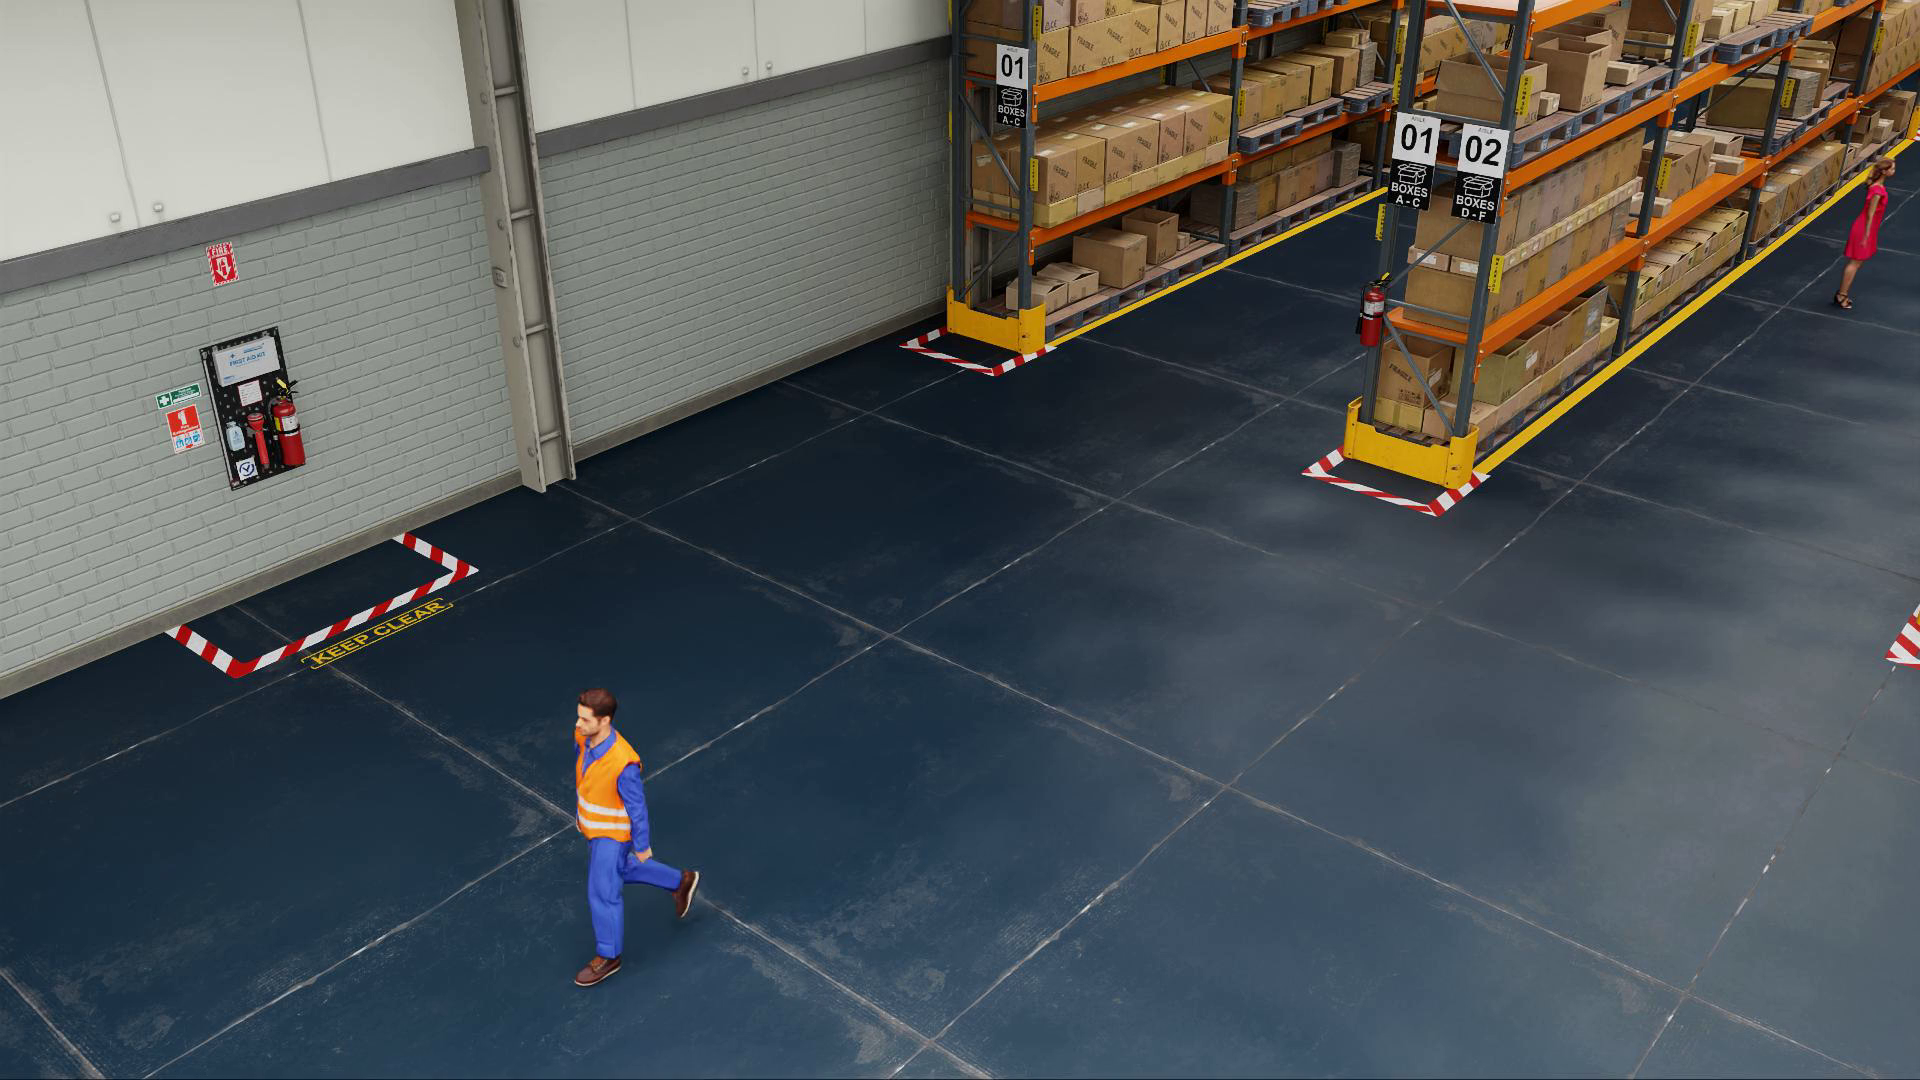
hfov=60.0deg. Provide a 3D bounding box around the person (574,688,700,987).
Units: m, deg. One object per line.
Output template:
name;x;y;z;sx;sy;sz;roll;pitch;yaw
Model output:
person;-1.845;1.563;9.180;1.155;1.840;0.809;-22;35;-35

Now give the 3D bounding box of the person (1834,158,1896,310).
person;10.176;-3.469;18.756;0.679;1.719;0.546;14;31;25
